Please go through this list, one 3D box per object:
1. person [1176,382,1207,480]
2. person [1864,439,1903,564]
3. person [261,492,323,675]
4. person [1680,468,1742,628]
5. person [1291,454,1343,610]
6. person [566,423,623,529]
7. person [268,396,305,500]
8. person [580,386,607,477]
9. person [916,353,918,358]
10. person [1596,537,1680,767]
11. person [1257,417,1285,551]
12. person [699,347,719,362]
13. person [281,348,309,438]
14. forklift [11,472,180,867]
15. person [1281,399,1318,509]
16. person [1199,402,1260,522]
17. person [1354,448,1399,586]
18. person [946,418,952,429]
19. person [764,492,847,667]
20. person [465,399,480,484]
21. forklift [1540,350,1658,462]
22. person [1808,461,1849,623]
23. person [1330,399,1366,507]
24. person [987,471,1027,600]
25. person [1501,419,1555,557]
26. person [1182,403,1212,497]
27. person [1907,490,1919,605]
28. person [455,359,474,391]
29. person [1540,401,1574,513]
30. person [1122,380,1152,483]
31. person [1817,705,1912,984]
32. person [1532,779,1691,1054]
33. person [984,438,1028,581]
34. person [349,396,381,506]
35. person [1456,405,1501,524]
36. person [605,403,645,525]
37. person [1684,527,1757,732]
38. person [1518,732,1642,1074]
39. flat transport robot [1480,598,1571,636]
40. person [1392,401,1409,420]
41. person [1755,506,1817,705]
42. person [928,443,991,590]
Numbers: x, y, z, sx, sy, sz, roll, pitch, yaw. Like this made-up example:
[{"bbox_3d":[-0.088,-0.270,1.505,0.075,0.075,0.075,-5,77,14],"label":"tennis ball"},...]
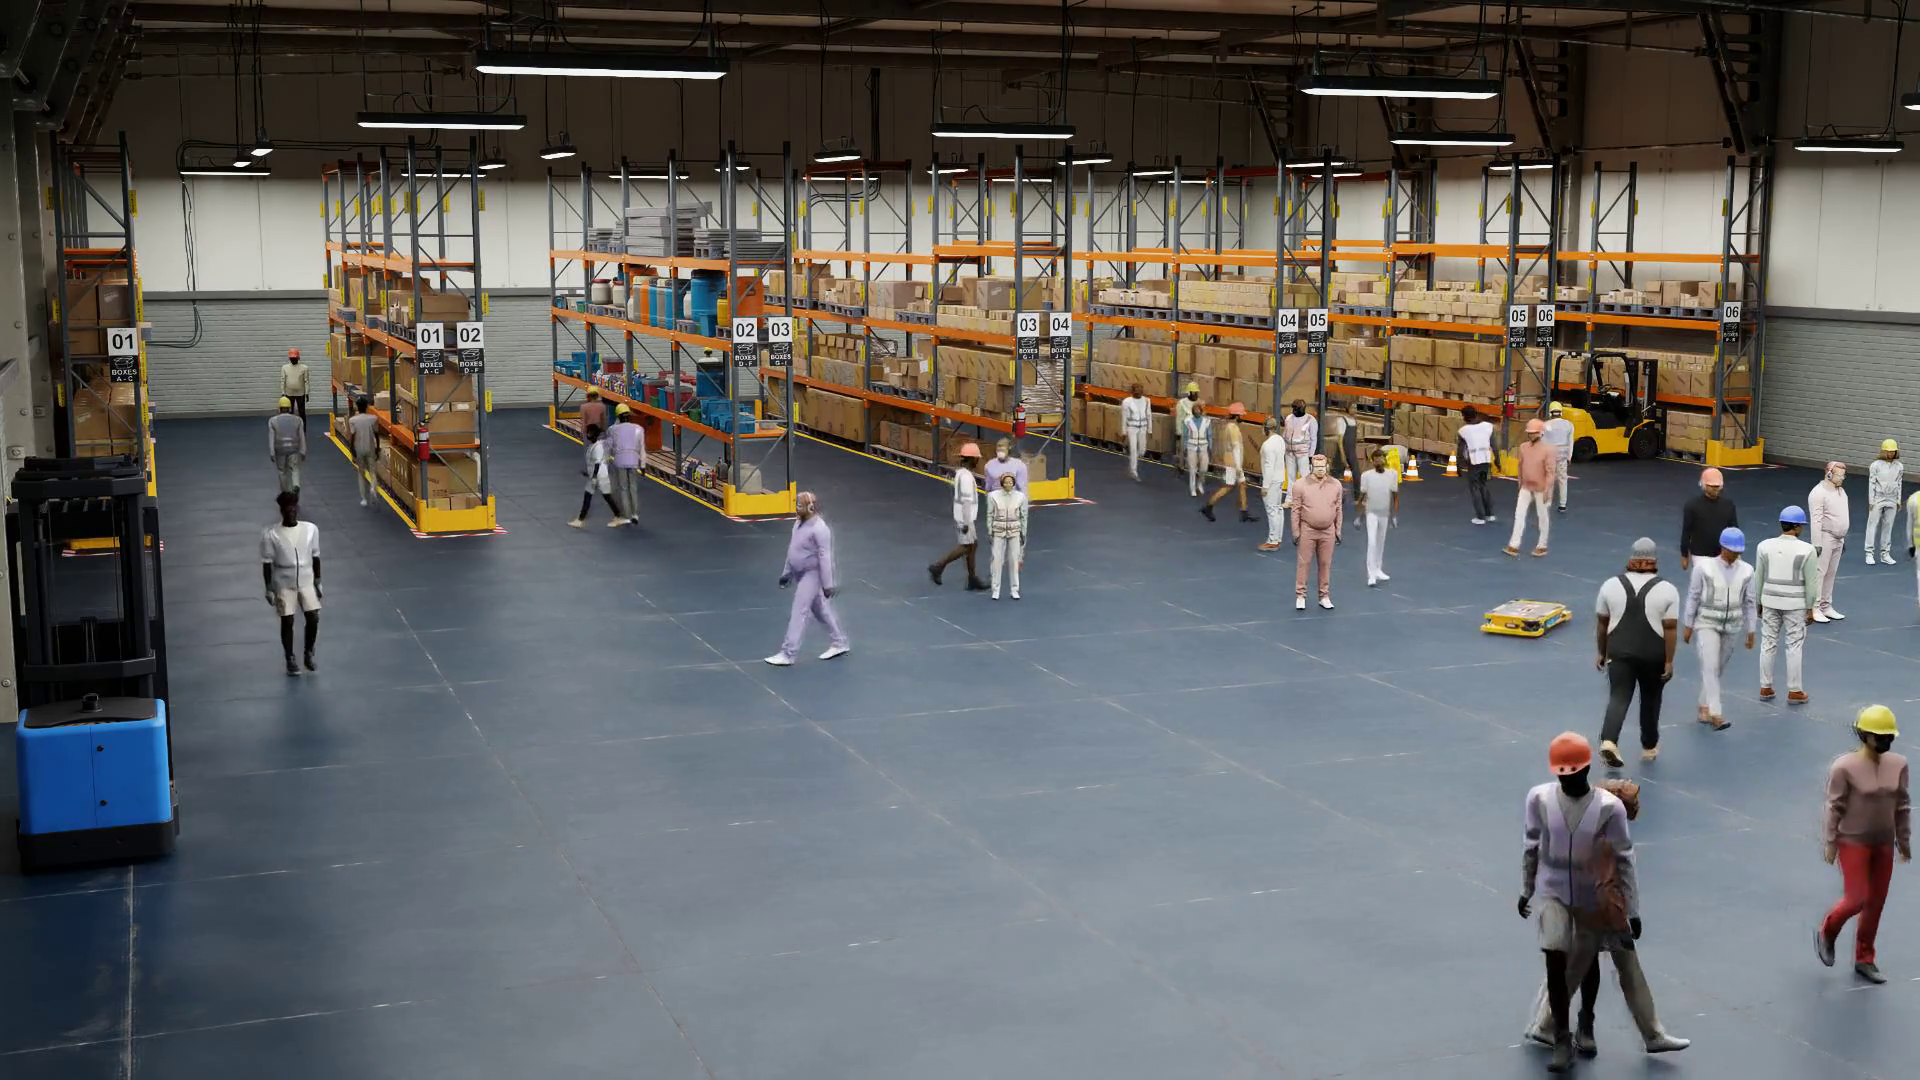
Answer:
[{"bbox_3d":[4.297,-2.023,38.755,0.599,1.818,0.418,-4,9,-24],"label":"person"},{"bbox_3d":[12.839,-0.534,29.051,0.485,1.744,0.308,-1,9,-6],"label":"person"},{"bbox_3d":[-6.900,0.461,21.760,0.639,1.936,0.639,-6,10,-33],"label":"person"},{"bbox_3d":[8.565,0.144,23.886,0.608,1.943,1.030,-1,9,-9],"label":"person"},{"bbox_3d":[4.377,-0.100,25.624,0.644,1.907,0.400,-1,9,-6],"label":"person"},{"bbox_3d":[-5.625,-0.981,32.345,0.891,1.646,0.540,-4,9,-25],"label":"person"},{"bbox_3d":[-11.379,-1.521,35.407,0.595,1.815,0.546,-4,9,-23],"label":"person"},{"bbox_3d":[-6.804,-1.993,38.862,0.549,1.711,0.922,-4,10,-27],"label":"person"},{"bbox_3d":[-0.980,-4.431,55.403,0.503,1.631,0.282,-7,11,-40],"label":"person"},{"bbox_3d":[5.856,0.971,18.173,0.701,2.000,0.929,5,10,29],"label":"person"},{"bbox_3d":[4.510,-0.816,30.298,0.375,1.936,0.628,4,9,26],"label":"person"},{"bbox_3d":[-6.185,-3.922,51.572,0.525,1.769,0.315,-3,9,-21],"label":"person"},{"bbox_3d":[-14.674,-3.235,46.222,0.608,1.996,0.375,-1,9,-8],"label":"person"},{"bbox_3d":[-6.630,0.886,15.957,1.129,2.768,1.873,-3,9,-21],"label":"forklift"},{"bbox_3d":[5.594,-1.421,34.668,0.620,1.838,0.430,7,11,40],"label":"person"},{"bbox_3d":[4.277,-1.231,33.155,0.927,1.908,0.549,1,9,4],"label":"person"},{"bbox_3d":[5.463,-0.316,27.489,0.542,1.794,0.877,-1,9,-6],"label":"person"},{"bbox_3d":[-0.408,-3.550,48.796,0.580,1.858,0.793,-3,9,-17],"label":"person"},{"bbox_3d":[-1.637,0.403,22.466,1.011,1.857,0.644,-4,9,-23],"label":"person"},{"bbox_3d":[-8.920,-1.829,38.203,0.521,1.582,0.875,-4,9,-23],"label":"person"},{"bbox_3d":[12.897,-2.725,42.309,2.313,2.155,1.214,-3,9,-21],"label":"forklift"},{"bbox_3d":[10.331,0.014,24.871,0.641,1.905,0.410,-7,11,-40],"label":"person"},{"bbox_3d":[6.436,-1.475,35.166,0.525,1.806,0.968,-6,10,-35],"label":"person"},{"bbox_3d":[0.589,-0.059,26.285,0.503,1.630,0.323,0,9,-2],"label":"person"},{"bbox_3d":[8.032,-0.718,29.552,0.933,1.955,0.653,-7,11,-40],"label":"person"},{"bbox_3d":[4.107,-1.564,36.299,0.542,1.623,0.377,0,9,-3],"label":"person"},{"bbox_3d":[11.532,0.057,24.810,0.429,1.831,0.657,-7,11,-40],"label":"person"},{"bbox_3d":[-10.391,-2.796,43.512,0.587,1.930,0.355,-4,9,-23],"label":"person"},{"bbox_3d":[9.735,-1.356,34.277,0.588,1.822,0.403,-1,9,-8],"label":"person"},{"bbox_3d":[3.227,-2.012,38.534,0.600,1.866,0.625,-3,9,-21],"label":"person"},{"bbox_3d":[5.627,1.873,12.991,0.528,1.755,0.394,-2,9,-14],"label":"person"},{"bbox_3d":[3.660,2.129,11.793,0.853,1.591,0.521,5,10,29],"label":"person"},{"bbox_3d":[0.625,-0.437,27.995,0.647,1.879,1.080,3,9,20],"label":"person"},{"bbox_3d":[-9.911,-1.472,34.929,0.513,1.860,0.638,-3,9,-19],"label":"person"},{"bbox_3d":[8.151,-1.190,33.051,0.692,1.861,0.494,-3,9,-17],"label":"person"},{"bbox_3d":[-5.289,-1.205,32.995,0.602,1.895,0.630,-3,9,-22],"label":"person"},{"bbox_3d":[7.103,0.830,19.447,0.621,1.891,0.987,-1,9,-4],"label":"person"},{"bbox_3d":[3.435,2.002,11.622,0.693,1.890,0.850,4,9,23],"label":"person"},{"bbox_3d":[6.636,0.900,24.519,0.652,0.197,1.431,5,10,31],"label":"flat transport robot"},{"bbox_3d":[9.704,-3.128,45.880,0.565,1.882,1.003,-4,9,-24],"label":"person"},{"bbox_3d":[8.134,0.630,20.641,0.605,1.939,0.411,8,12,43],"label":"person"},{"bbox_3d":[-0.001,-0.301,26.944,0.733,1.914,0.544,-1,9,-6],"label":"person"}]
